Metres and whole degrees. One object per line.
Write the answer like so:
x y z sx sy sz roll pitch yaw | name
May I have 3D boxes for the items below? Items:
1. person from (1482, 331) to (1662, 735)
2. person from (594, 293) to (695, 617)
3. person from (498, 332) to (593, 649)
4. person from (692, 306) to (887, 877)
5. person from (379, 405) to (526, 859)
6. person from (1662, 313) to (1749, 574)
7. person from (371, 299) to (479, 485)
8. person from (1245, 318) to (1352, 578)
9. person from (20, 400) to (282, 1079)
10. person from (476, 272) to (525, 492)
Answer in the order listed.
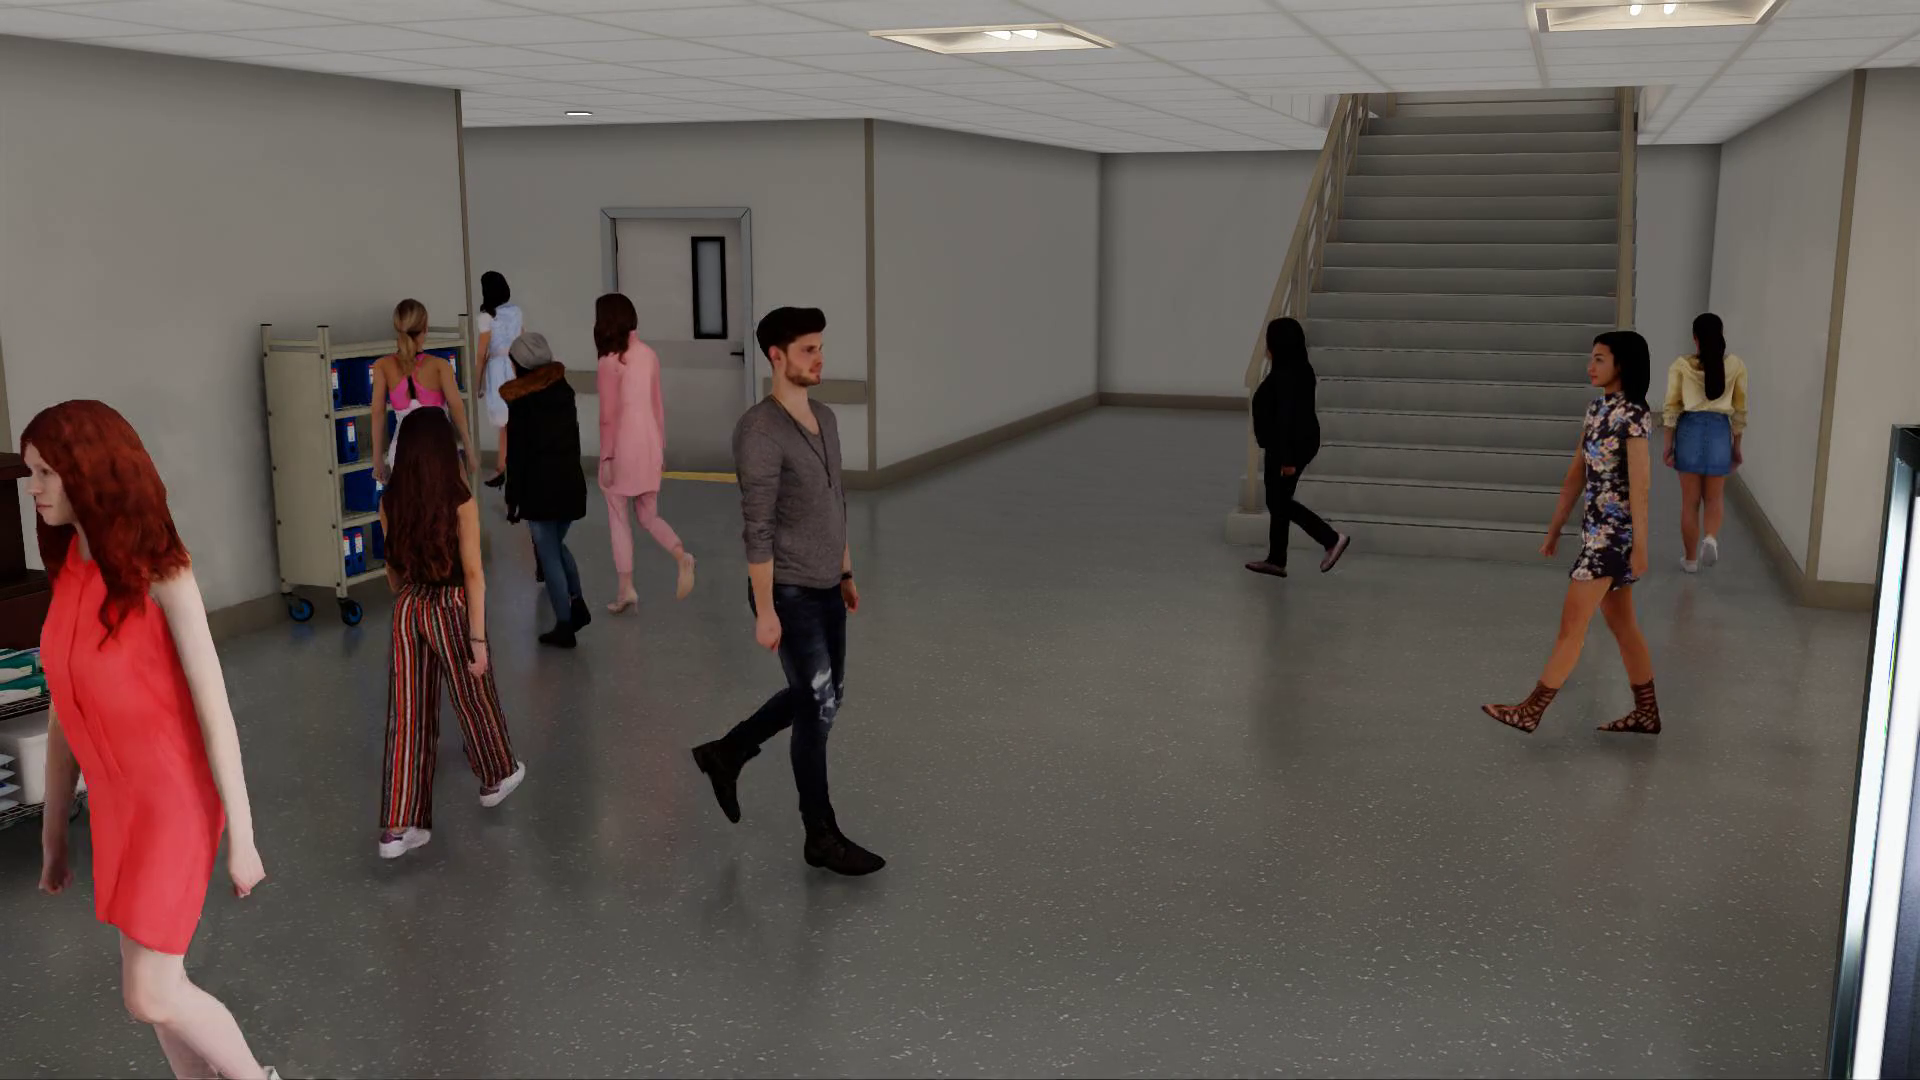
2.795 0.013 6.936 0.920 1.703 1.042 0 11 0 | person
-1.724 -0.436 9.087 0.875 1.783 0.971 7 13 31 | person
-2.039 -0.245 8.510 0.756 1.623 0.613 7 13 34 | person
-0.603 0.169 5.621 0.752 1.887 0.950 4 12 22 | person
-1.851 0.336 5.726 0.699 1.520 1.134 2 11 10 | person
4.590 -0.574 10.245 0.685 1.622 0.827 3 11 14 | person
-2.818 -0.318 8.594 0.826 1.736 1.206 1 11 6 | person
2.078 -0.532 10.094 0.716 1.597 0.823 5 12 23 | person
-1.635 0.600 3.568 0.699 1.807 0.695 6 12 30 | person
-3.465 -1.175 13.001 0.840 1.776 1.000 8 13 36 | person
